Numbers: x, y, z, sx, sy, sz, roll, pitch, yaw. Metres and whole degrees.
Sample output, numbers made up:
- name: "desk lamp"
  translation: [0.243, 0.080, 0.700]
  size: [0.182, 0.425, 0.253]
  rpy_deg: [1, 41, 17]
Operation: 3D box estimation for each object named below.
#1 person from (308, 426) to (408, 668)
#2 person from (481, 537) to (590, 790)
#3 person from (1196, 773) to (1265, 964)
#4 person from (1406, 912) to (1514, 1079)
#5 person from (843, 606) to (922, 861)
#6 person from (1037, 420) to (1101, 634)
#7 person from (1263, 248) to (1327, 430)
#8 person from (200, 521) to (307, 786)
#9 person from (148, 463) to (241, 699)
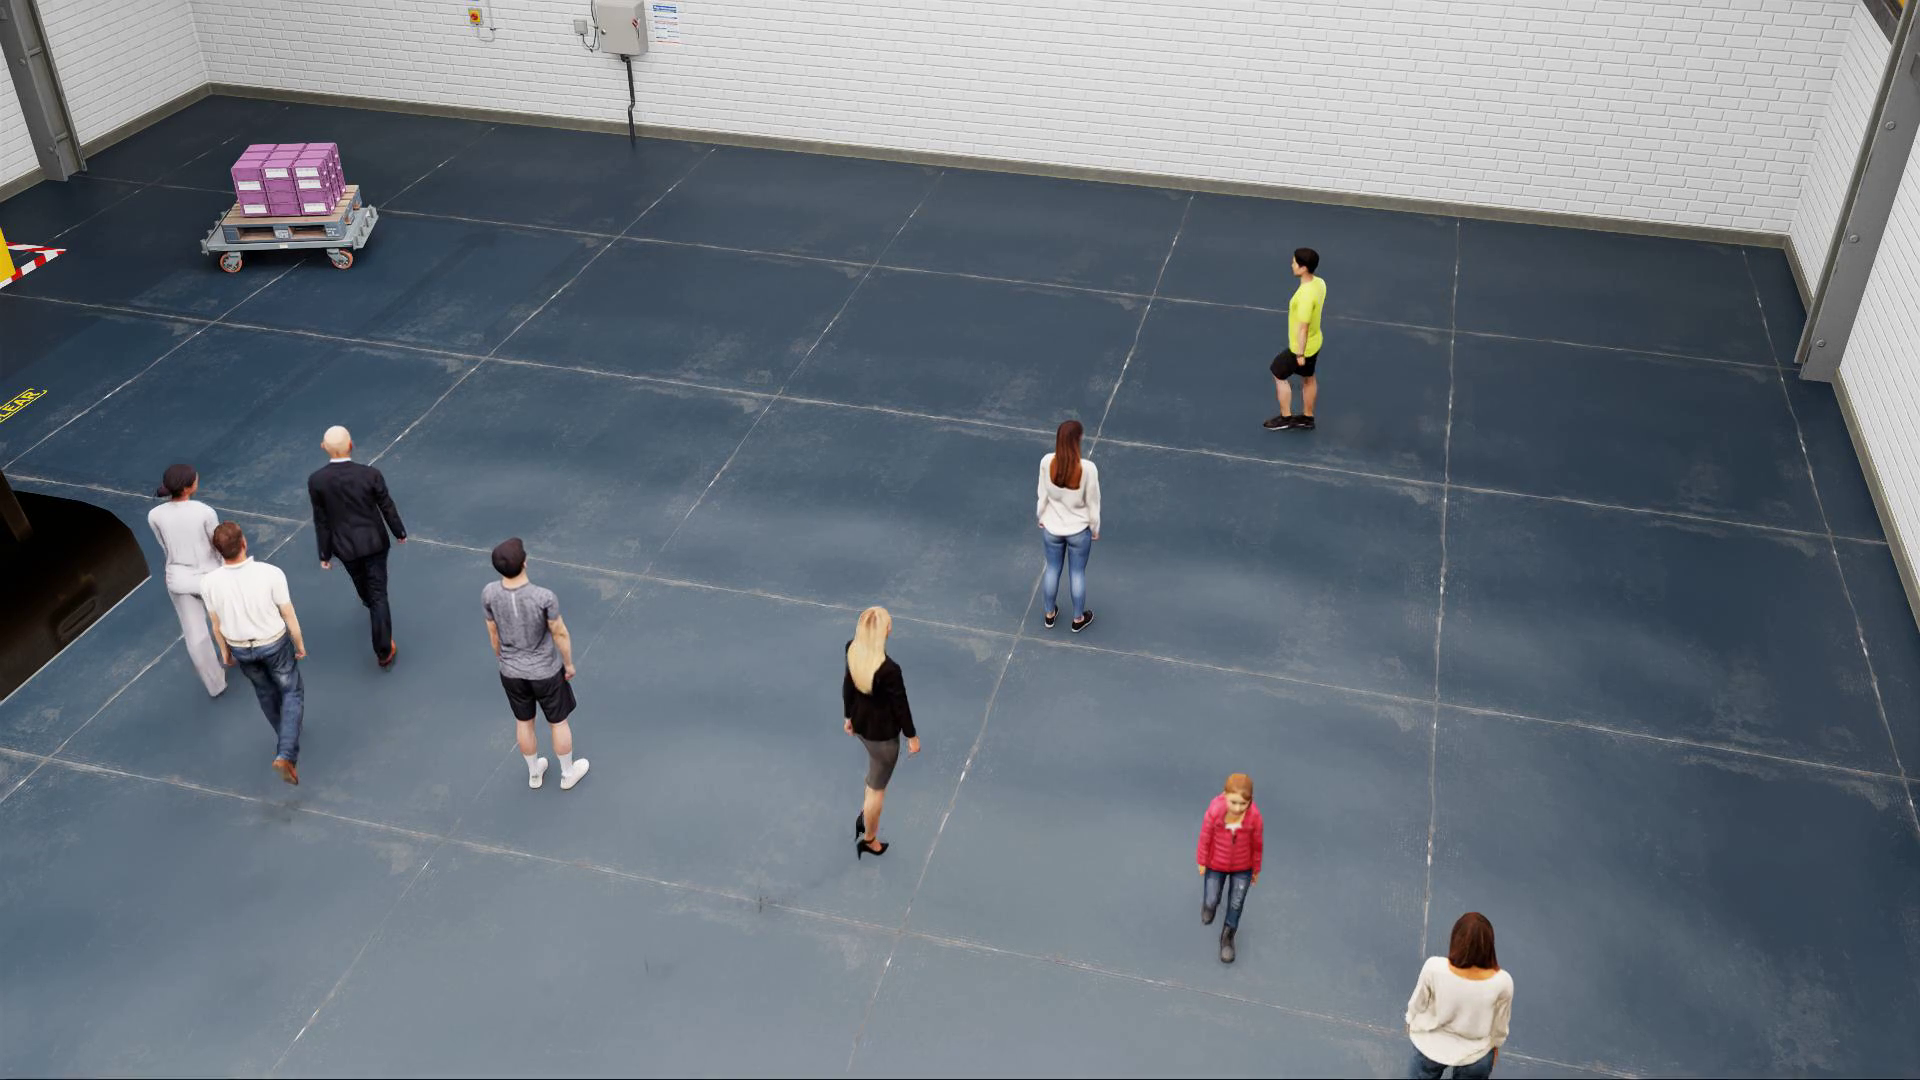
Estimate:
- name: "person"
  translation: [-4.186, 0.080, 11.609]
  size: [1.084, 1.754, 1.296]
  rpy_deg: [-7, 34, -10]
- name: "person"
  translation: [-2.694, 0.793, 10.430]
  size: [0.677, 1.871, 0.593]
  rpy_deg: [5, 34, 7]
- name: "person"
  translation: [1.530, 1.794, 9.435]
  size: [0.560, 1.307, 0.681]
  rpy_deg: [4, 34, 5]
- name: "person"
  translation: [2.385, 2.467, 8.087]
  size: [0.640, 1.678, 0.556]
  rpy_deg: [12, 35, 17]
- name: "person"
  translation: [-0.562, 1.214, 9.835]
  size: [0.796, 1.830, 0.751]
  rpy_deg: [-25, 41, -32]
- name: "person"
  translation: [0.774, -0.097, 11.932]
  size: [0.645, 1.692, 0.577]
  rpy_deg: [12, 36, 18]
- name: "person"
  translation: [3.047, -1.704, 14.351]
  size: [0.774, 1.691, 0.664]
  rpy_deg: [17, 37, 24]
- name: "person"
  translation: [-4.444, 0.745, 10.538]
  size: [0.956, 1.834, 1.174]
  rpy_deg: [-6, 34, -9]
- name: "person"
  translation: [-5.182, 0.325, 11.281]
  size: [0.858, 1.711, 0.962]
  rpy_deg: [-6, 34, -9]
